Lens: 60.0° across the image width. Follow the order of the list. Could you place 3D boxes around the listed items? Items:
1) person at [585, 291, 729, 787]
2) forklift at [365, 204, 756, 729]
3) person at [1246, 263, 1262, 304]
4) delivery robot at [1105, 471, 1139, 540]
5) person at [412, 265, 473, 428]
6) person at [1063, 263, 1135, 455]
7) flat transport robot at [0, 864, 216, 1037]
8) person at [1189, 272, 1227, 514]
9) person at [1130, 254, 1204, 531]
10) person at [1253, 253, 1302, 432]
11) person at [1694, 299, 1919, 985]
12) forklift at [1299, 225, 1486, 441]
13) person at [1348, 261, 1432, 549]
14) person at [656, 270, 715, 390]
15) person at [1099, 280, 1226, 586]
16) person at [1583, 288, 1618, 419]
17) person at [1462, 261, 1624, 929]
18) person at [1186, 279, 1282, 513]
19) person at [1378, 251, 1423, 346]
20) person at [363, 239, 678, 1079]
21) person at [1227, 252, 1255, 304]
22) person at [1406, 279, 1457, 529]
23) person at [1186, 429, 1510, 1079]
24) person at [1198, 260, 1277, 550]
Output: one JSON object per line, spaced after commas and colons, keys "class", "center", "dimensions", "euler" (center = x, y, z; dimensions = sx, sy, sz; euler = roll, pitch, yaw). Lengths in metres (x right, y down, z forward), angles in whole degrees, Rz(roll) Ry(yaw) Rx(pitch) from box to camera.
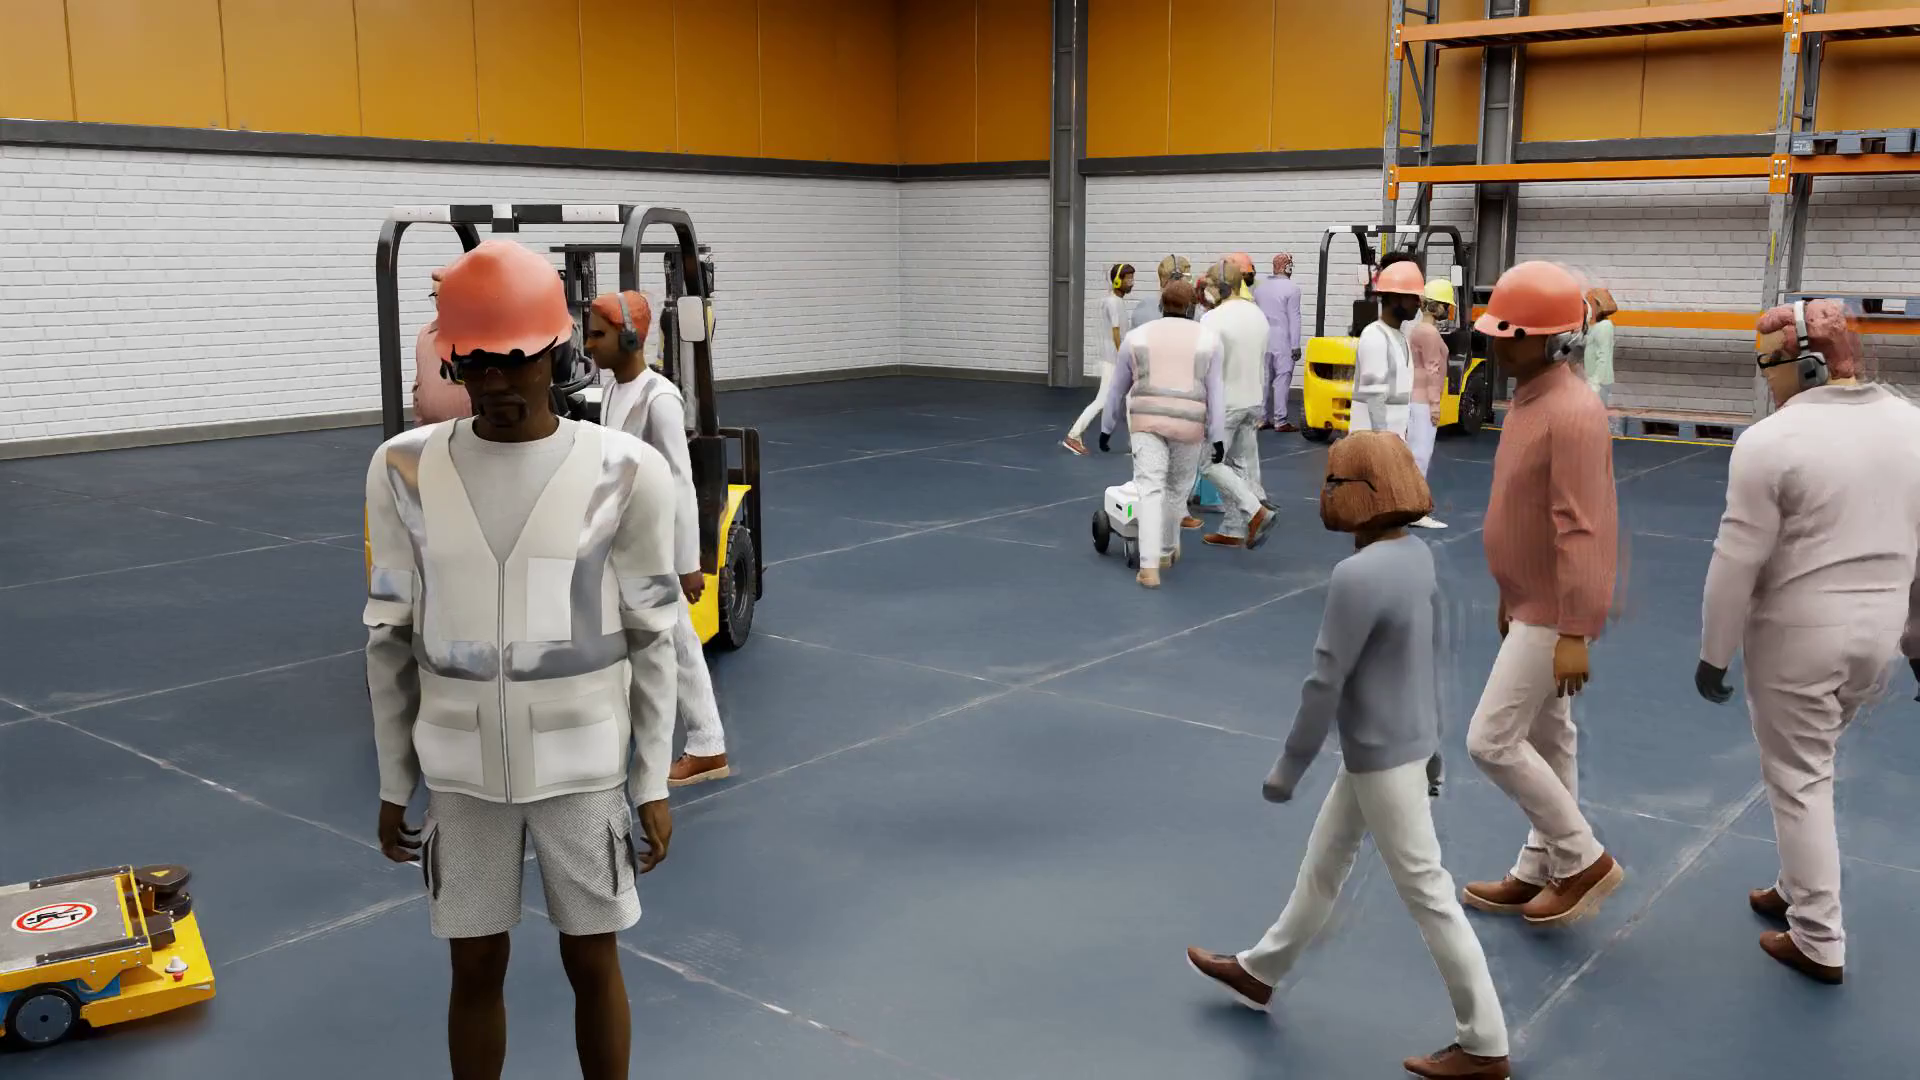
{"class": "person", "center": [-1.269, 0.038, 6.020], "dimensions": [0.937, 1.843, 0.570], "euler": [-5, 11, -24]}
{"class": "forklift", "center": [-1.766, -0.406, 7.525], "dimensions": [1.214, 2.155, 2.313], "euler": [1, 10, 7]}
{"class": "person", "center": [3.448, -2.481, 20.124], "dimensions": [0.650, 1.795, 0.805], "euler": [-2, 11, -13]}
{"class": "delivery robot", "center": [1.155, -0.202, 10.651], "dimensions": [0.477, 0.478, 0.707], "euler": [-2, 10, -7]}
{"class": "person", "center": [-2.678, -0.508, 8.904], "dimensions": [0.639, 1.904, 0.409], "euler": [5, 11, 24]}
{"class": "person", "center": [1.426, -1.692, 15.699], "dimensions": [0.917, 1.833, 0.515], "euler": [3, 11, 18]}
{"class": "flat transport robot", "center": [-2.743, 1.139, 4.293], "dimensions": [1.431, 0.197, 0.652], "euler": [-6, 12, -30]}
{"class": "person", "center": [1.870, -1.071, 12.288], "dimensions": [0.521, 1.819, 0.598], "euler": [1, 10, 7]}
{"class": "person", "center": [1.457, -1.031, 11.704], "dimensions": [0.376, 1.937, 0.629], "euler": [-8, 13, -38]}
{"class": "person", "center": [3.409, -2.100, 17.737], "dimensions": [0.399, 1.900, 0.645], "euler": [-6, 12, -31]}
{"class": "person", "center": [2.350, 0.265, 4.697], "dimensions": [0.685, 1.870, 0.696], "euler": [-3, 11, -14]}
{"class": "forklift", "center": [4.449, -2.115, 16.993], "dimensions": [1.214, 2.155, 2.313], "euler": [8, 13, 38]}
{"class": "person", "center": [2.364, -0.569, 9.200], "dimensions": [0.401, 1.920, 0.546], "euler": [7, 12, 34]}
{"class": "person", "center": [-2.207, -1.272, 13.300], "dimensions": [0.429, 1.844, 0.627], "euler": [4, 11, 21]}
{"class": "person", "center": [1.220, -0.657, 10.018], "dimensions": [0.739, 1.782, 0.947], "euler": [1, 10, 8]}
{"class": "person", "center": [5.358, -1.295, 14.004], "dimensions": [0.277, 1.631, 0.507], "euler": [4, 11, 22]}
{"class": "person", "center": [1.650, 0.195, 4.798], "dimensions": [0.453, 1.971, 0.728], "euler": [1, 10, 7]}
{"class": "person", "center": [1.938, -1.097, 12.510], "dimensions": [0.939, 1.789, 0.592], "euler": [7, 13, 35]}
{"class": "person", "center": [3.728, -1.523, 14.432], "dimensions": [0.631, 1.937, 0.784], "euler": [-8, 13, -37]}
{"class": "person", "center": [-0.848, 0.446, 3.244], "dimensions": [0.605, 2.036, 0.383], "euler": [0, 10, -2]}
{"class": "person", "center": [2.706, -1.830, 16.196], "dimensions": [0.575, 1.907, 0.751], "euler": [-9, 14, -41]}
{"class": "person", "center": [3.335, -0.967, 11.843], "dimensions": [0.327, 1.760, 0.523], "euler": [0, 10, 2]}
{"class": "person", "center": [0.985, 0.522, 4.097], "dimensions": [0.899, 1.576, 0.504], "euler": [6, 12, 29]}
{"class": "person", "center": [1.801, -0.844, 10.745], "dimensions": [0.652, 1.915, 0.636], "euler": [-9, 14, -41]}
